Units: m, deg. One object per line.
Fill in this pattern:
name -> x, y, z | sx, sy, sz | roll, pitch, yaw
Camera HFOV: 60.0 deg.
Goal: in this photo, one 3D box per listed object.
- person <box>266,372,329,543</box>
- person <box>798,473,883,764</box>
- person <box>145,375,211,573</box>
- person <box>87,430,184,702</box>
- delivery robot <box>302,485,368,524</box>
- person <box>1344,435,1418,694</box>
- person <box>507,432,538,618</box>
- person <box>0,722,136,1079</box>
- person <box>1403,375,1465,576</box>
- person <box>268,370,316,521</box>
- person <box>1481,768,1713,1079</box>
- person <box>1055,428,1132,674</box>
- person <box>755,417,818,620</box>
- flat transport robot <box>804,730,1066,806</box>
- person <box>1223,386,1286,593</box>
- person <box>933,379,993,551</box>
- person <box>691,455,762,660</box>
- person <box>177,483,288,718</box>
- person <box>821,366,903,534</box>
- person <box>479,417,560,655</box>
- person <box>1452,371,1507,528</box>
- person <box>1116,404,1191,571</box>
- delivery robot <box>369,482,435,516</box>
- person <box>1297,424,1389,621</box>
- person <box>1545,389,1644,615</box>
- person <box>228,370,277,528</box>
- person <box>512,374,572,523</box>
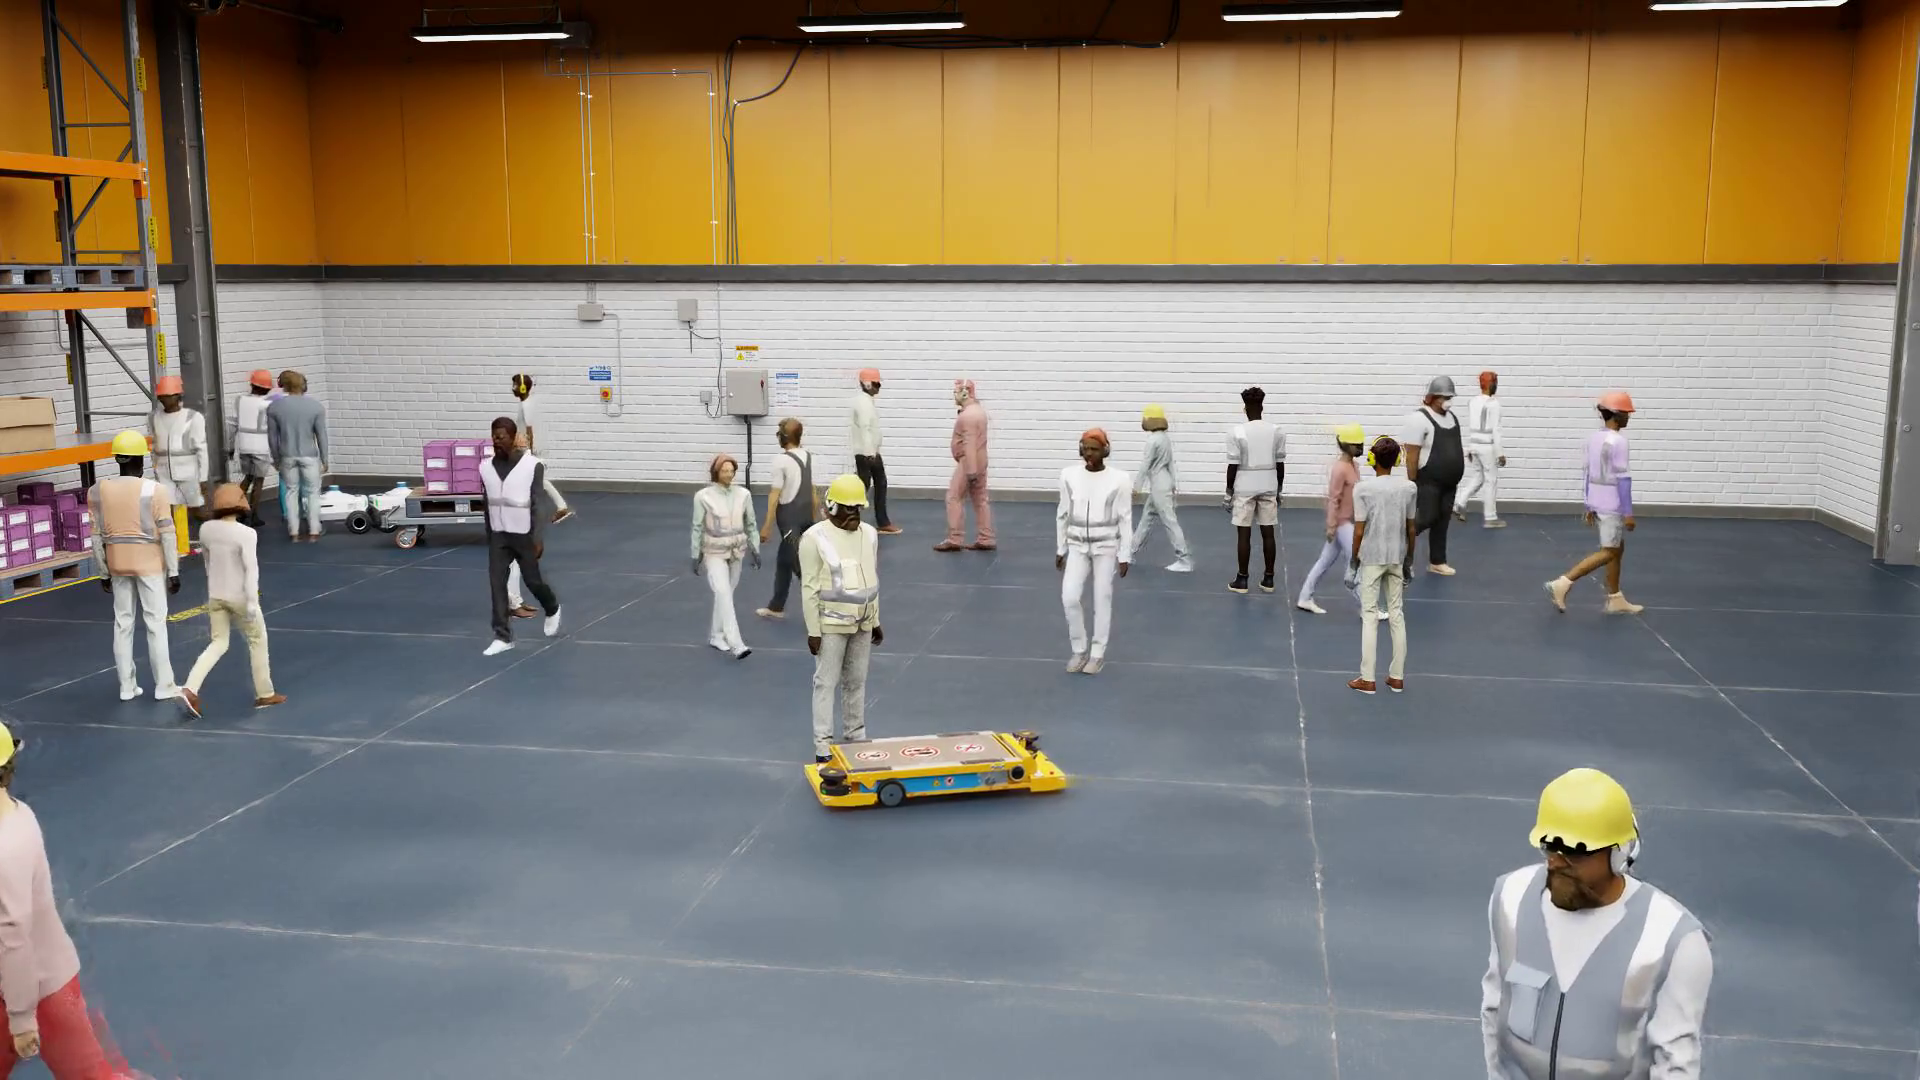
person -> -7.428, -0.917, 18.696 | 0.654, 1.932, 0.425 | -1, 9, -8
person -> -0.699, 0.500, 10.131 | 0.404, 1.827, 0.586 | 9, 13, 44
person -> -7.977, -0.709, 17.091 | 0.620, 2.011, 0.955 | 0, 9, -1
person -> -5.805, 0.190, 11.741 | 0.586, 1.928, 0.364 | 0, 9, 0
delivery robot -> -7.255, -0.390, 19.297 | 0.707, 0.478, 0.477 | -4, 10, -25
person -> 3.030, 0.177, 11.996 | 0.521, 1.874, 0.328 | -2, 9, -10
person -> -3.897, -0.138, 14.681 | 0.280, 1.632, 0.501 | -1, 9, -6
person -> -2.805, 1.352, 5.194 | 0.880, 1.729, 0.527 | -6, 11, -32
person -> 4.726, -0.658, 16.652 | 0.695, 2.000, 0.655 | -7, 11, -37
person -> -8.128, -1.140, 20.235 | 0.566, 1.850, 0.389 | -1, 9, -8
person -> 1.517, 1.473, 4.181 | 0.597, 1.803, 0.790 | 8, 12, 40
person -> 0.983, 0.100, 12.476 | 0.604, 1.867, 0.494 | 3, 10, 20
person -> -1.384, -0.151, 14.239 | 0.939, 1.808, 0.522 | 5, 11, 30
flat transport robot -> -0.158, 1.331, 9.787 | 1.431, 0.197, 0.652 | -2, 9, -14
person -> 2.782, -0.472, 15.746 | 0.602, 1.959, 0.379 | -2, 9, -11
person -> 0.012, -0.810, 18.067 | 0.760, 1.880, 0.674 | 2, 9, 14
person -> -1.799, 0.137, 13.060 | 0.541, 1.591, 0.831 | -7, 12, -37
person -> -5.030, 0.409, 11.385 | 0.497, 1.605, 0.726 | 3, 10, 19
person -> -1.136, -1.026, 19.179 | 0.858, 1.965, 0.619 | 2, 9, 9
person -> -3.562, -0.063, 13.444 | 0.593, 1.894, 0.830 | 3, 10, 15
person -> 6.225, -1.068, 19.707 | 0.585, 1.872, 0.600 | -2, 9, -14
person -> 1.972, -0.537, 16.975 | 0.925, 1.690, 0.497 | 4, 10, 23
delivery robot -> -6.578, -0.441, 19.611 | 0.707, 0.478, 0.477 | -6, 11, -33
person -> 3.377, -0.157, 14.553 | 0.911, 1.714, 0.528 | 4, 10, 26
person -> 5.611, -0.311, 14.572 | 0.880, 2.020, 0.612 | 0, 9, 1
person -> -8.381, -1.079, 19.763 | 0.659, 1.883, 0.386 | 2, 9, 11
person -> -5.153, -1.089, 19.987 | 0.941, 1.834, 0.533 | 0, 9, -2
